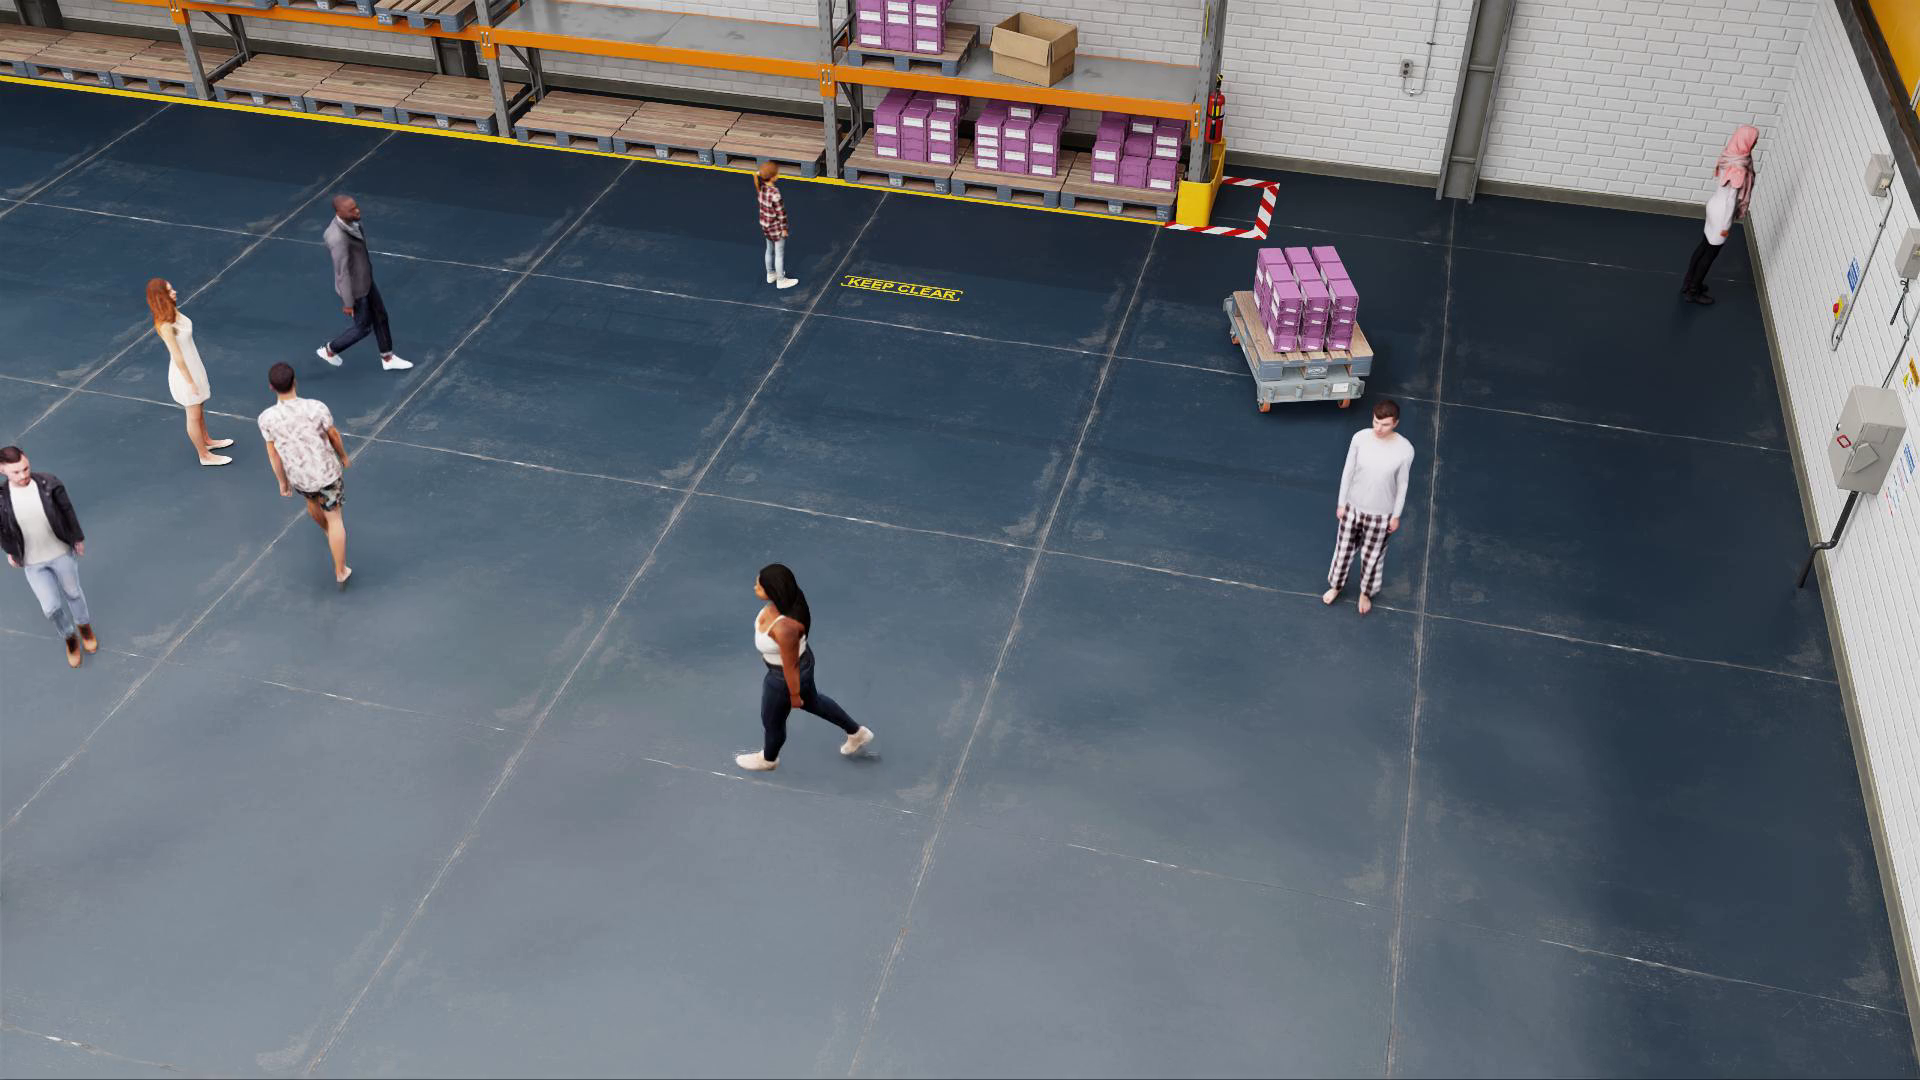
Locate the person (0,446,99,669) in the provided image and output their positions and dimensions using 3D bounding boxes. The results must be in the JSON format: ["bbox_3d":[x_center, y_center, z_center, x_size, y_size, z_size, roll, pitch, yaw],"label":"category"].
[{"bbox_3d":[-6.556,0.045,11.916,0.785,1.820,0.836,-22,43,-25],"label":"person"}]

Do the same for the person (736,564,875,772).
[{"bbox_3d":[-1.020,0.865,10.924,1.223,1.777,0.822,0,39,1],"label":"person"}]

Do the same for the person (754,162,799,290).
[{"bbox_3d":[-1.824,-3.088,16.252,0.684,1.306,0.611,-26,45,-29],"label":"person"}]

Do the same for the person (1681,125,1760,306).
[{"bbox_3d":[7.259,-3.109,15.879,0.634,1.803,0.664,3,39,4],"label":"person"}]

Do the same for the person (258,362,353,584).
[{"bbox_3d":[-4.899,-0.482,12.608,1.191,1.779,1.058,-7,39,-9],"label":"person"}]

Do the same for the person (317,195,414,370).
[{"bbox_3d":[-5.468,-2.249,14.815,1.111,1.788,0.921,-1,39,-1],"label":"person"}]

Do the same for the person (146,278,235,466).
[{"bbox_3d":[-6.441,-1.410,13.825,0.671,1.711,0.645,-9,39,-11],"label":"person"}]

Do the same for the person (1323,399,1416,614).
[{"bbox_3d":[3.028,-0.261,12.278,0.546,1.847,0.725,16,41,20],"label":"person"}]
